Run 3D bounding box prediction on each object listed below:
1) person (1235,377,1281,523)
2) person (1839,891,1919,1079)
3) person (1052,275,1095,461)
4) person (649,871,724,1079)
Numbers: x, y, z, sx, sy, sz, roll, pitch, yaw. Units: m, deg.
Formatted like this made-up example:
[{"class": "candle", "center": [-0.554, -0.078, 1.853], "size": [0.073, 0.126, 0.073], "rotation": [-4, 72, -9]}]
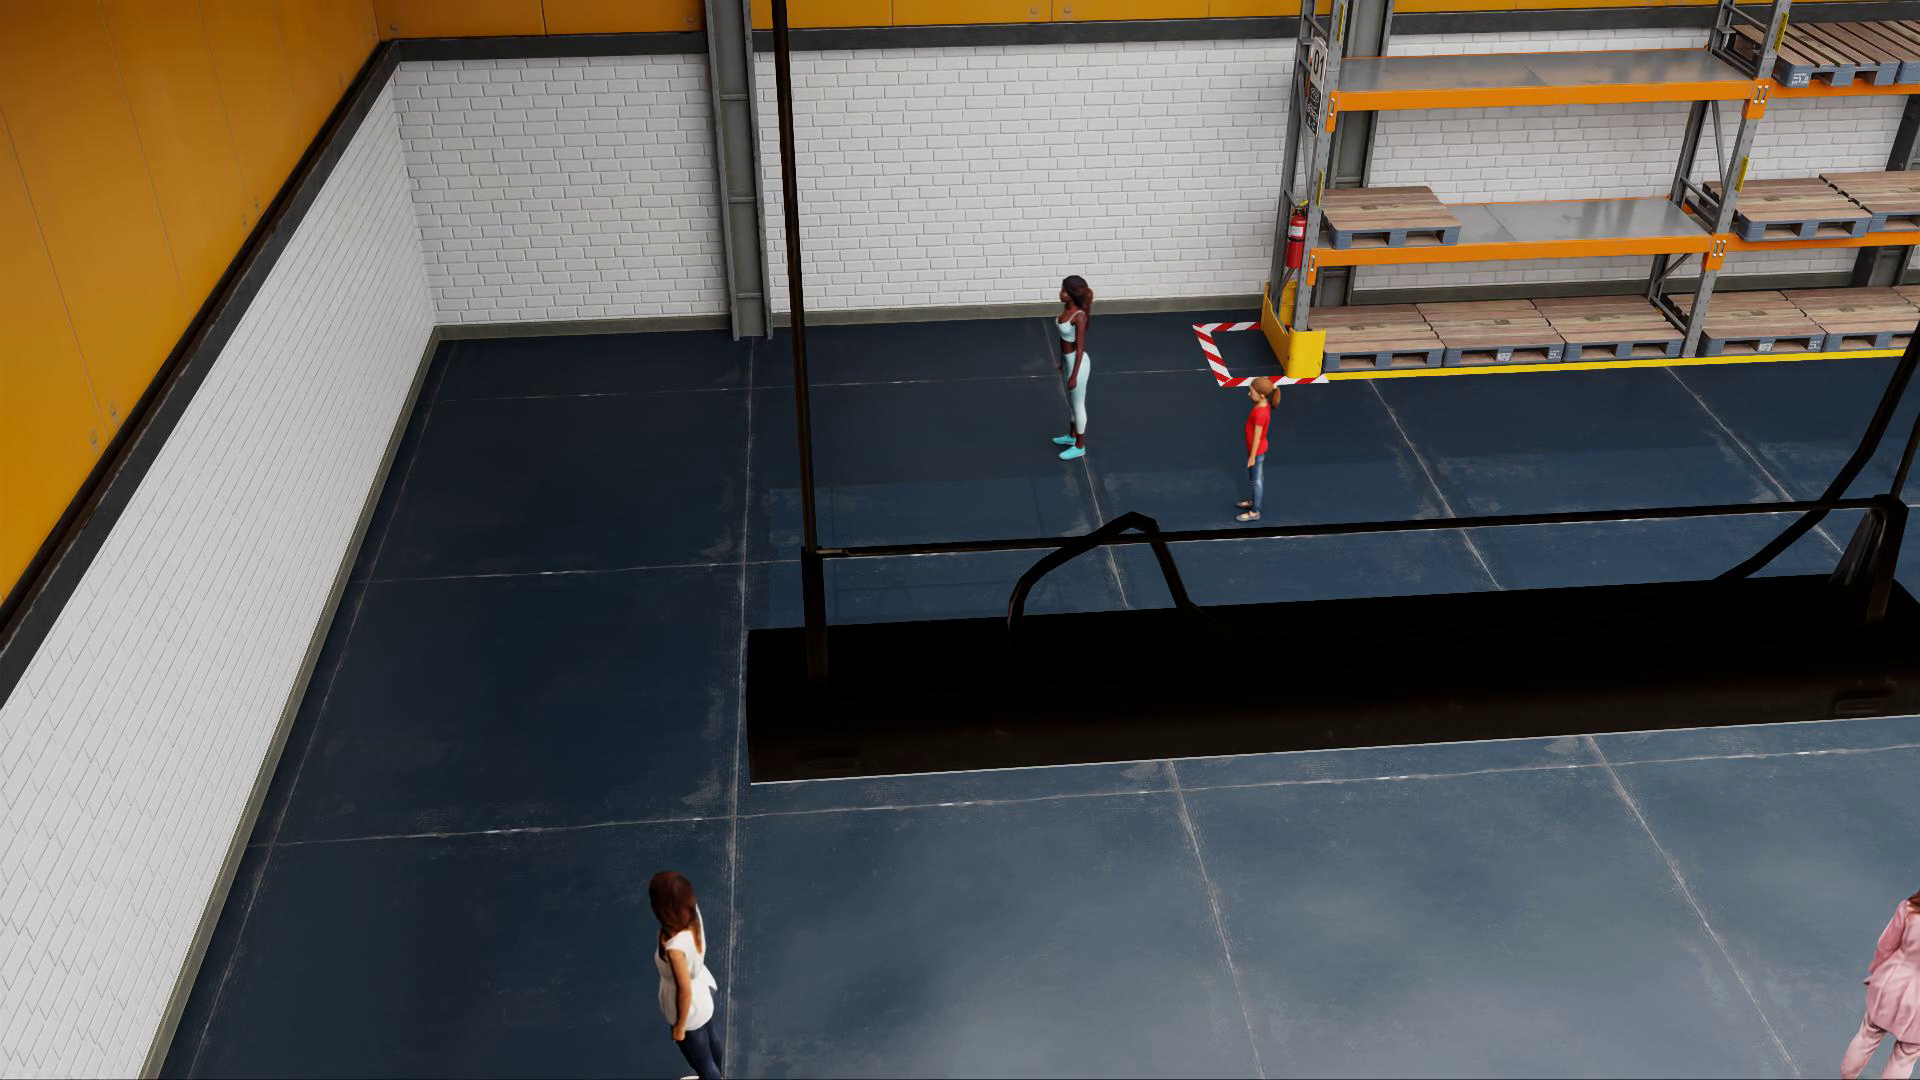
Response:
[{"class": "person", "center": [2.473, -0.767, 13.806], "size": [0.545, 1.310, 0.523], "rotation": [7, 34, 10]}, {"class": "person", "center": [4.922, 2.375, 8.634], "size": [0.691, 1.802, 0.694], "rotation": [-22, 39, -29]}, {"class": "person", "center": [0.996, -1.522, 14.567], "size": [0.548, 1.724, 0.580], "rotation": [-6, 34, -9]}, {"class": "person", "center": [-1.385, 2.381, 8.643], "size": [0.533, 1.783, 0.592], "rotation": [0, 34, -1]}]
